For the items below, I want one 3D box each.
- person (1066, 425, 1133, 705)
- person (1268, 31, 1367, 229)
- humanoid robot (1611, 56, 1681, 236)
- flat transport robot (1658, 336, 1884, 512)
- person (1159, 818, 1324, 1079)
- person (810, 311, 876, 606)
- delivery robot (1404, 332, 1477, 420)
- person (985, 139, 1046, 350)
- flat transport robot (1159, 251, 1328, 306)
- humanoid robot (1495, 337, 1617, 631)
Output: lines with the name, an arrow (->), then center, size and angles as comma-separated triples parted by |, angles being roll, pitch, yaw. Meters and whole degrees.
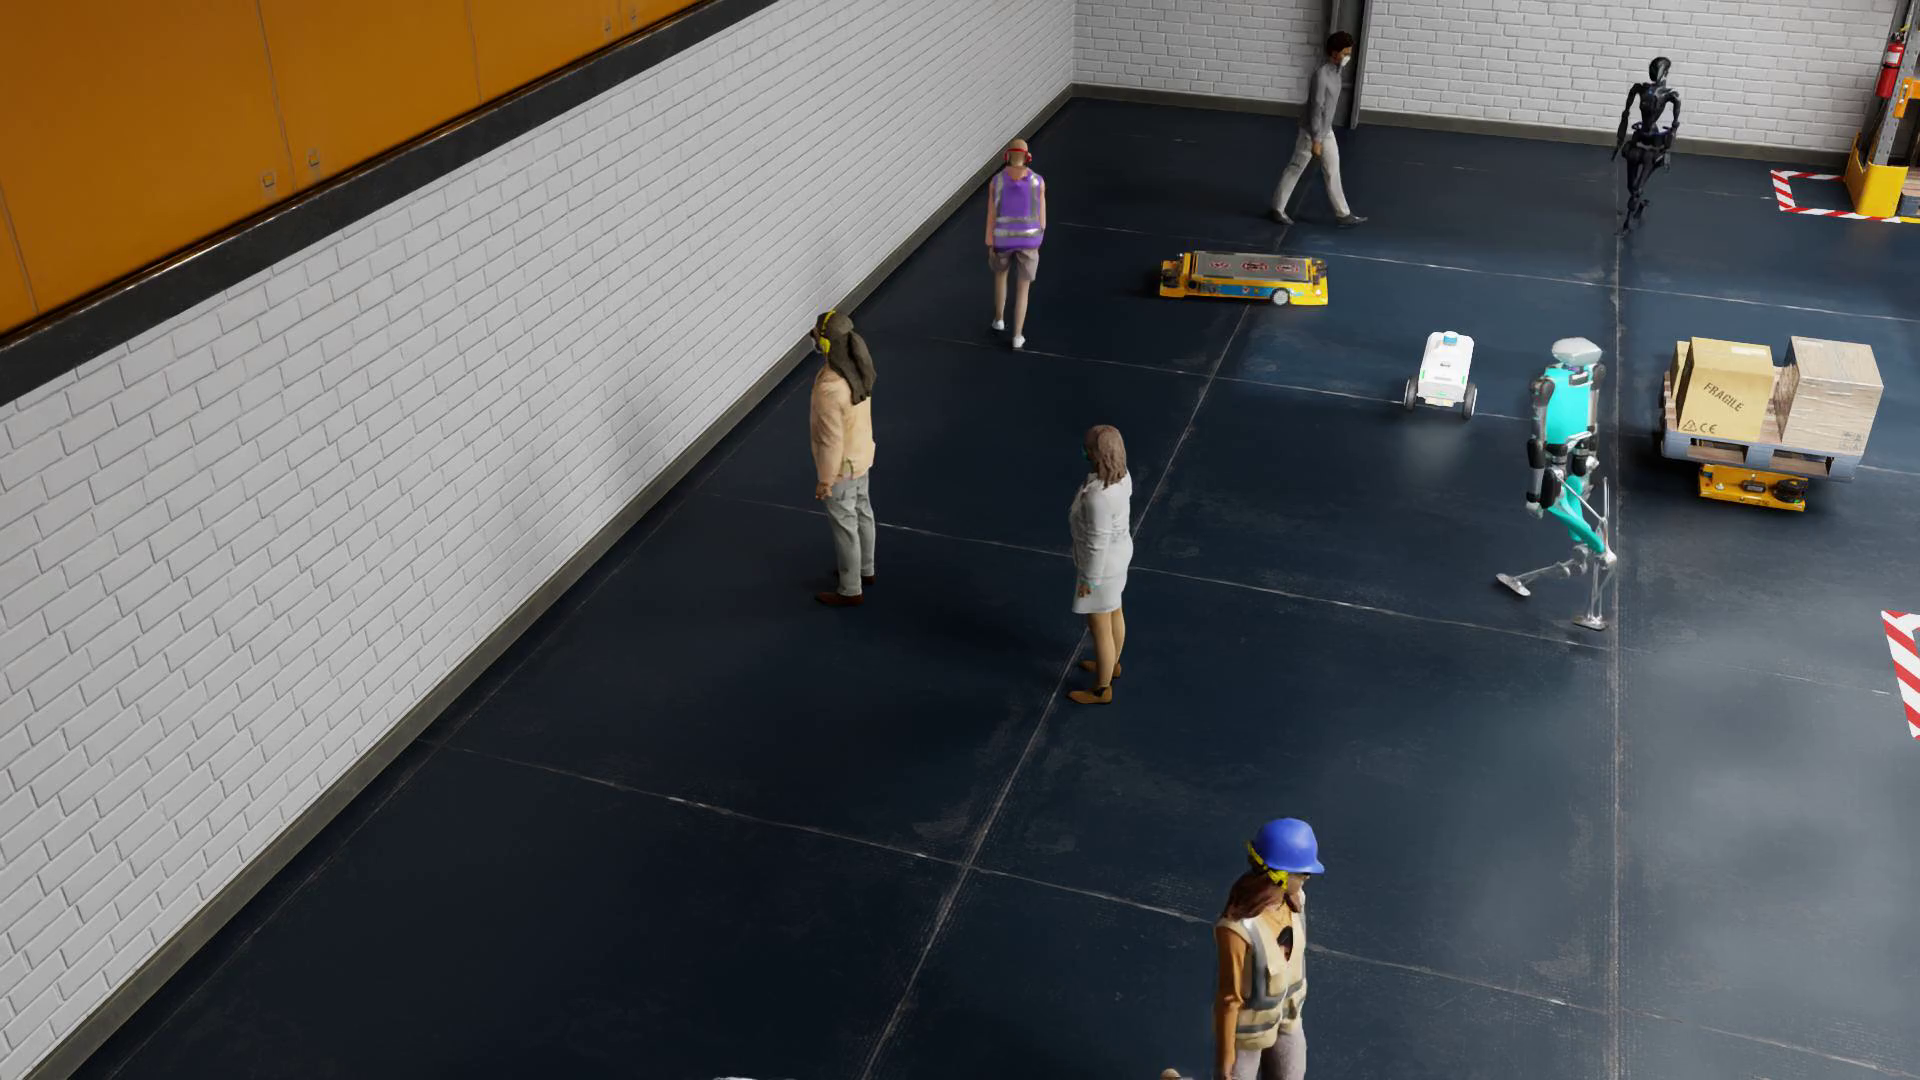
person -> 0.751, 0.133, 9.023 | 0.342, 1.658, 0.485 | 11, 32, 18
person -> 3.410, -3.814, 15.559 | 0.980, 1.840, 0.645 | 19, 36, 29
humanoid robot -> 6.481, -3.722, 15.603 | 0.725, 1.636, 0.591 | -23, 38, -34
flat transport robot -> 5.544, -0.640, 11.714 | 0.659, 0.231, 1.431 | 10, 32, 16
person -> 1.080, 1.767, 6.161 | 0.498, 1.736, 0.652 | -20, 36, -30
person -> -0.682, -0.468, 9.839 | 0.394, 1.876, 0.553 | 11, 32, 18
delivery robot -> 3.650, -1.285, 12.501 | 0.499, 0.566, 0.739 | 10, 32, 16
person -> 0.445, -2.385, 13.293 | 0.465, 1.671, 0.628 | 4, 31, 6
flat transport robot -> 2.478, -2.285, 14.513 | 1.431, 0.231, 0.659 | 5, 31, 8
humanoid robot -> 3.651, -0.229, 9.617 | 0.532, 1.758, 1.025 | -17, 34, -26
